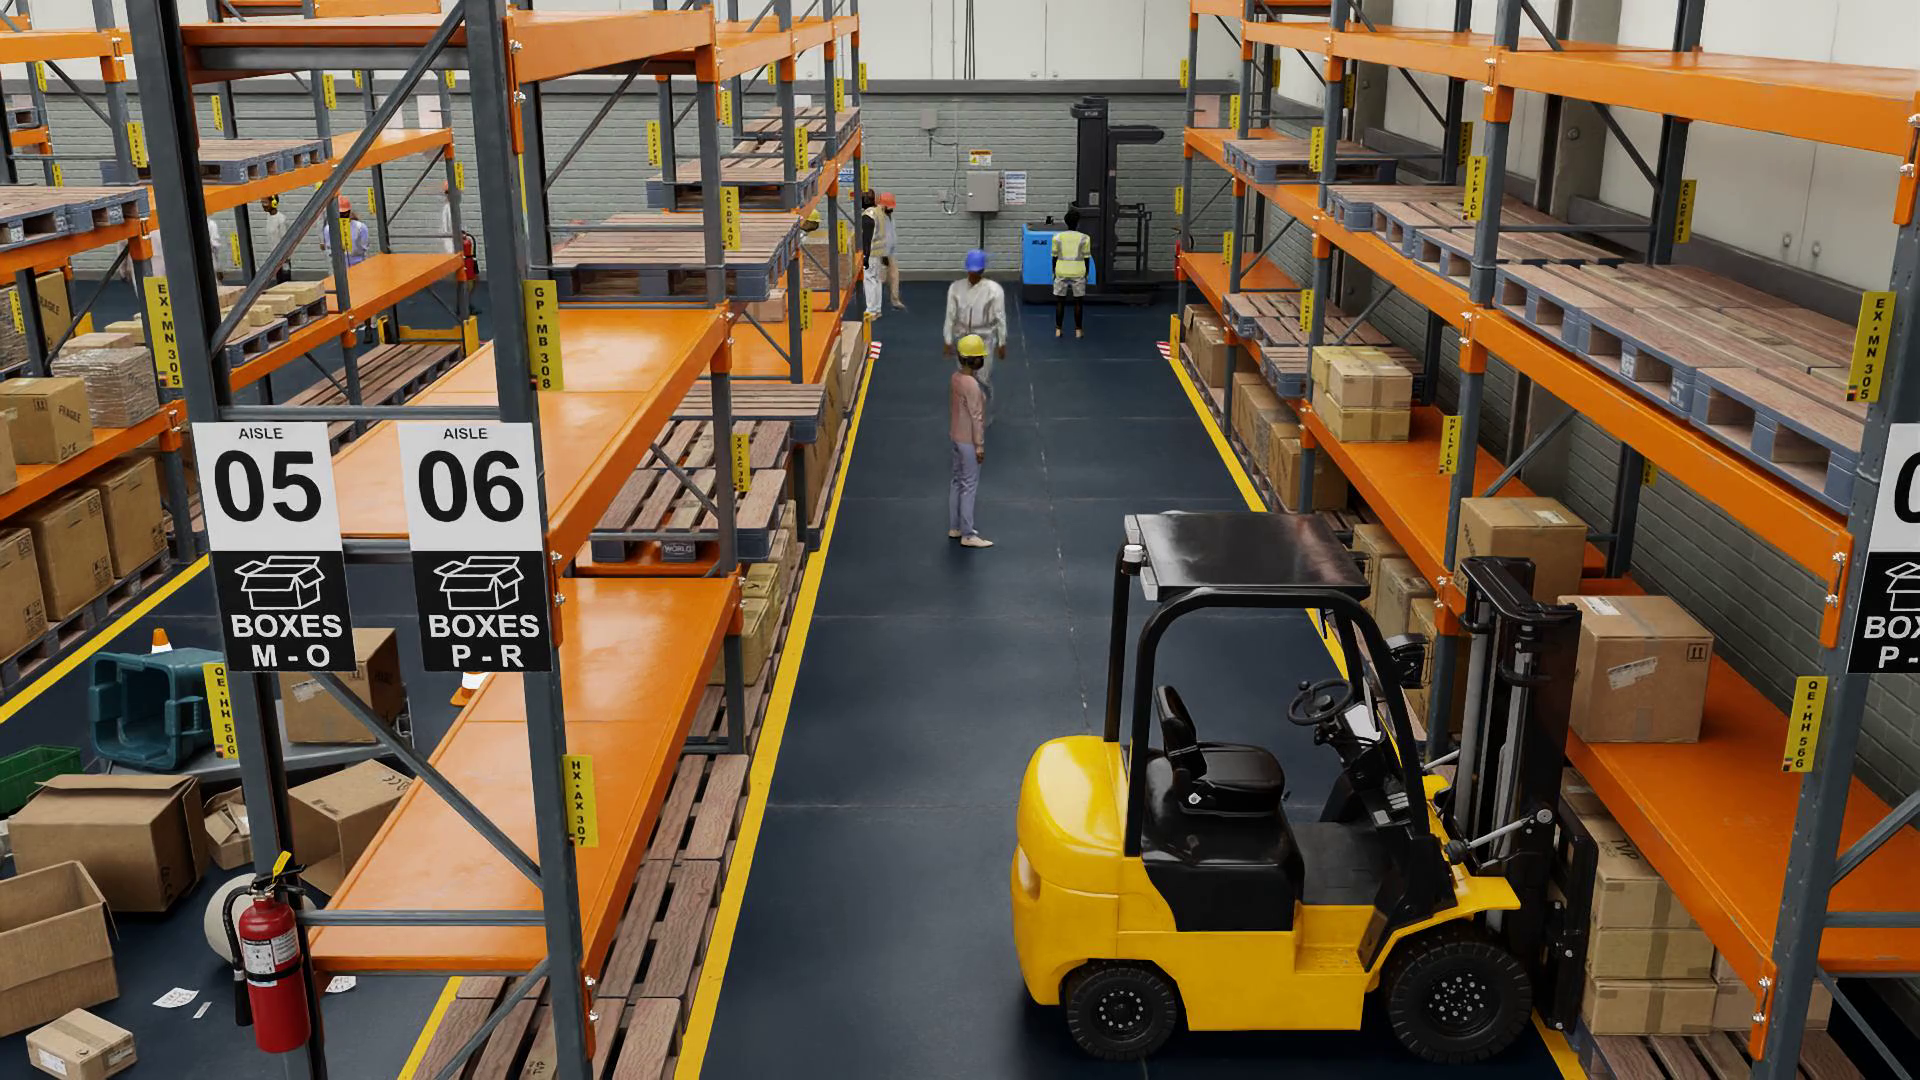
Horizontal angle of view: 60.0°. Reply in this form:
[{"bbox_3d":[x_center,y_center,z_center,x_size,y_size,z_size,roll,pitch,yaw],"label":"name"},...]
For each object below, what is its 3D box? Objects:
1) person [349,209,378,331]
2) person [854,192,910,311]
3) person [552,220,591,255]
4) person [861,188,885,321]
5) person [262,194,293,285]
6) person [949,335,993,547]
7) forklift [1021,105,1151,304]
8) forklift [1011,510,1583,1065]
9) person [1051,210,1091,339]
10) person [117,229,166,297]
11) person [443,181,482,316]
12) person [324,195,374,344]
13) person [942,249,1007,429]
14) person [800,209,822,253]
[{"bbox_3d":[-8.163,-3.658,22.516,0.535,1.630,0.325,11,21,30],"label":"person"},{"bbox_3d":[-1.127,-4.110,23.744,0.699,1.714,0.575,7,19,19],"label":"person"},{"bbox_3d":[-4.489,-2.808,19.577,0.717,1.871,0.660,-11,21,-30],"label":"person"},{"bbox_3d":[-1.266,-3.973,23.153,0.428,1.837,0.627,4,19,11],"label":"person"},{"bbox_3d":[-9.247,-3.816,22.636,0.324,1.862,0.508,-17,25,-41],"label":"person"},{"bbox_3d":[0.084,-0.820,13.717,0.310,1.768,0.533,-7,19,-20],"label":"person"},{"bbox_3d":[1.857,-4.944,24.441,1.873,2.768,1.129,0,18,0],"label":"forklift"},{"bbox_3d":[1.387,1.055,7.378,2.313,2.155,1.214,0,18,0],"label":"forklift"},{"bbox_3d":[1.461,-3.500,21.947,0.537,1.690,0.320,3,19,9],"label":"person"},{"bbox_3d":[-10.476,-3.427,21.471,0.632,1.851,0.954,-14,23,-36],"label":"person"},{"bbox_3d":[-6.972,-4.099,23.412,0.511,1.907,0.573,-8,20,-23],"label":"person"},{"bbox_3d":[-7.901,-3.491,21.549,0.539,1.929,0.388,-5,19,-13],"label":"person"},{"bbox_3d":[0.146,-2.044,17.168,0.632,1.925,0.443,6,19,18],"label":"person"},{"bbox_3d":[-1.947,-3.471,21.792,0.320,1.731,0.489,0,18,0],"label":"person"}]
